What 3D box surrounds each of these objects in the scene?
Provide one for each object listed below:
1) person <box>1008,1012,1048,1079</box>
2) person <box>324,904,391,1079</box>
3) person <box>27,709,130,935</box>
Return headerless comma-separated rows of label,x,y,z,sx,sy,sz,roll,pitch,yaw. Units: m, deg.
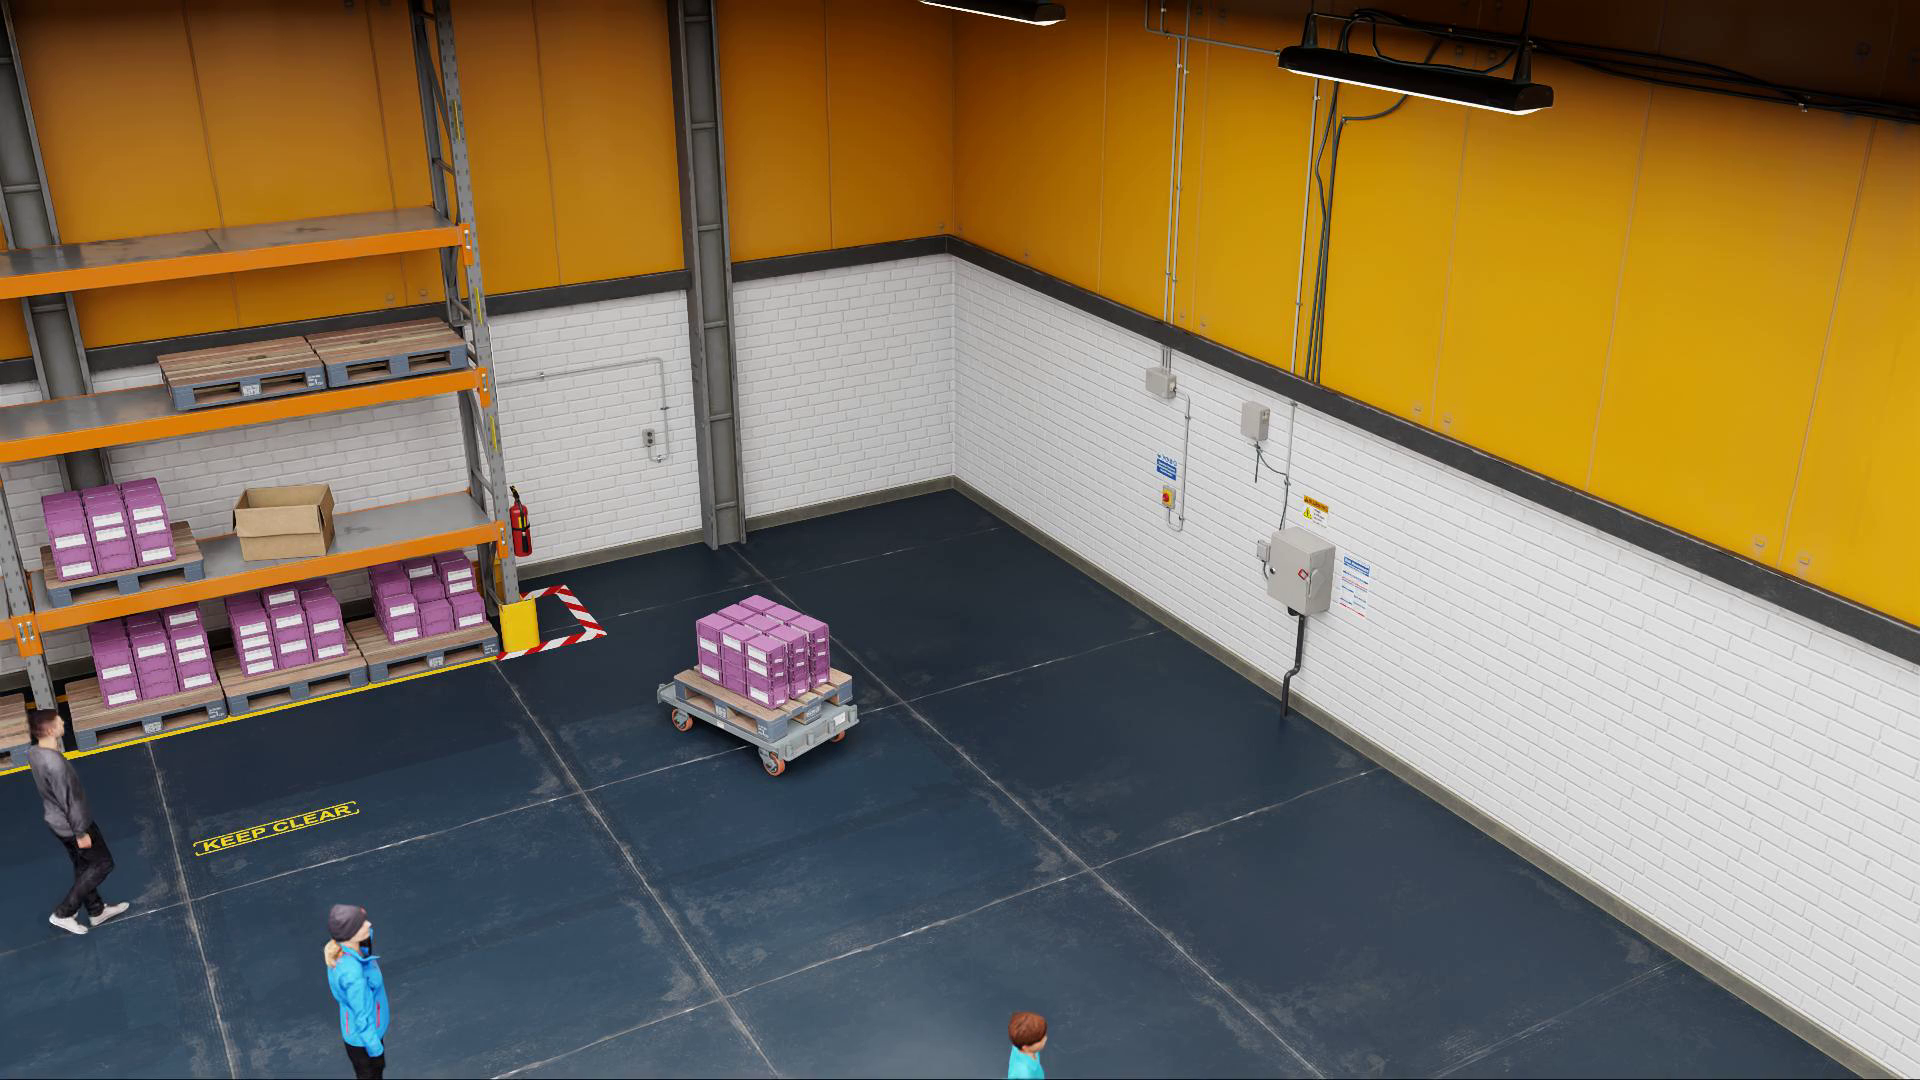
person,0.270,3.229,9.236,1.006,1.416,0.845,0,24,1
person,-3.452,2.855,9.619,0.549,1.795,0.632,-10,25,-21
person,-6.276,2.003,11.617,0.771,1.755,0.876,19,30,37
